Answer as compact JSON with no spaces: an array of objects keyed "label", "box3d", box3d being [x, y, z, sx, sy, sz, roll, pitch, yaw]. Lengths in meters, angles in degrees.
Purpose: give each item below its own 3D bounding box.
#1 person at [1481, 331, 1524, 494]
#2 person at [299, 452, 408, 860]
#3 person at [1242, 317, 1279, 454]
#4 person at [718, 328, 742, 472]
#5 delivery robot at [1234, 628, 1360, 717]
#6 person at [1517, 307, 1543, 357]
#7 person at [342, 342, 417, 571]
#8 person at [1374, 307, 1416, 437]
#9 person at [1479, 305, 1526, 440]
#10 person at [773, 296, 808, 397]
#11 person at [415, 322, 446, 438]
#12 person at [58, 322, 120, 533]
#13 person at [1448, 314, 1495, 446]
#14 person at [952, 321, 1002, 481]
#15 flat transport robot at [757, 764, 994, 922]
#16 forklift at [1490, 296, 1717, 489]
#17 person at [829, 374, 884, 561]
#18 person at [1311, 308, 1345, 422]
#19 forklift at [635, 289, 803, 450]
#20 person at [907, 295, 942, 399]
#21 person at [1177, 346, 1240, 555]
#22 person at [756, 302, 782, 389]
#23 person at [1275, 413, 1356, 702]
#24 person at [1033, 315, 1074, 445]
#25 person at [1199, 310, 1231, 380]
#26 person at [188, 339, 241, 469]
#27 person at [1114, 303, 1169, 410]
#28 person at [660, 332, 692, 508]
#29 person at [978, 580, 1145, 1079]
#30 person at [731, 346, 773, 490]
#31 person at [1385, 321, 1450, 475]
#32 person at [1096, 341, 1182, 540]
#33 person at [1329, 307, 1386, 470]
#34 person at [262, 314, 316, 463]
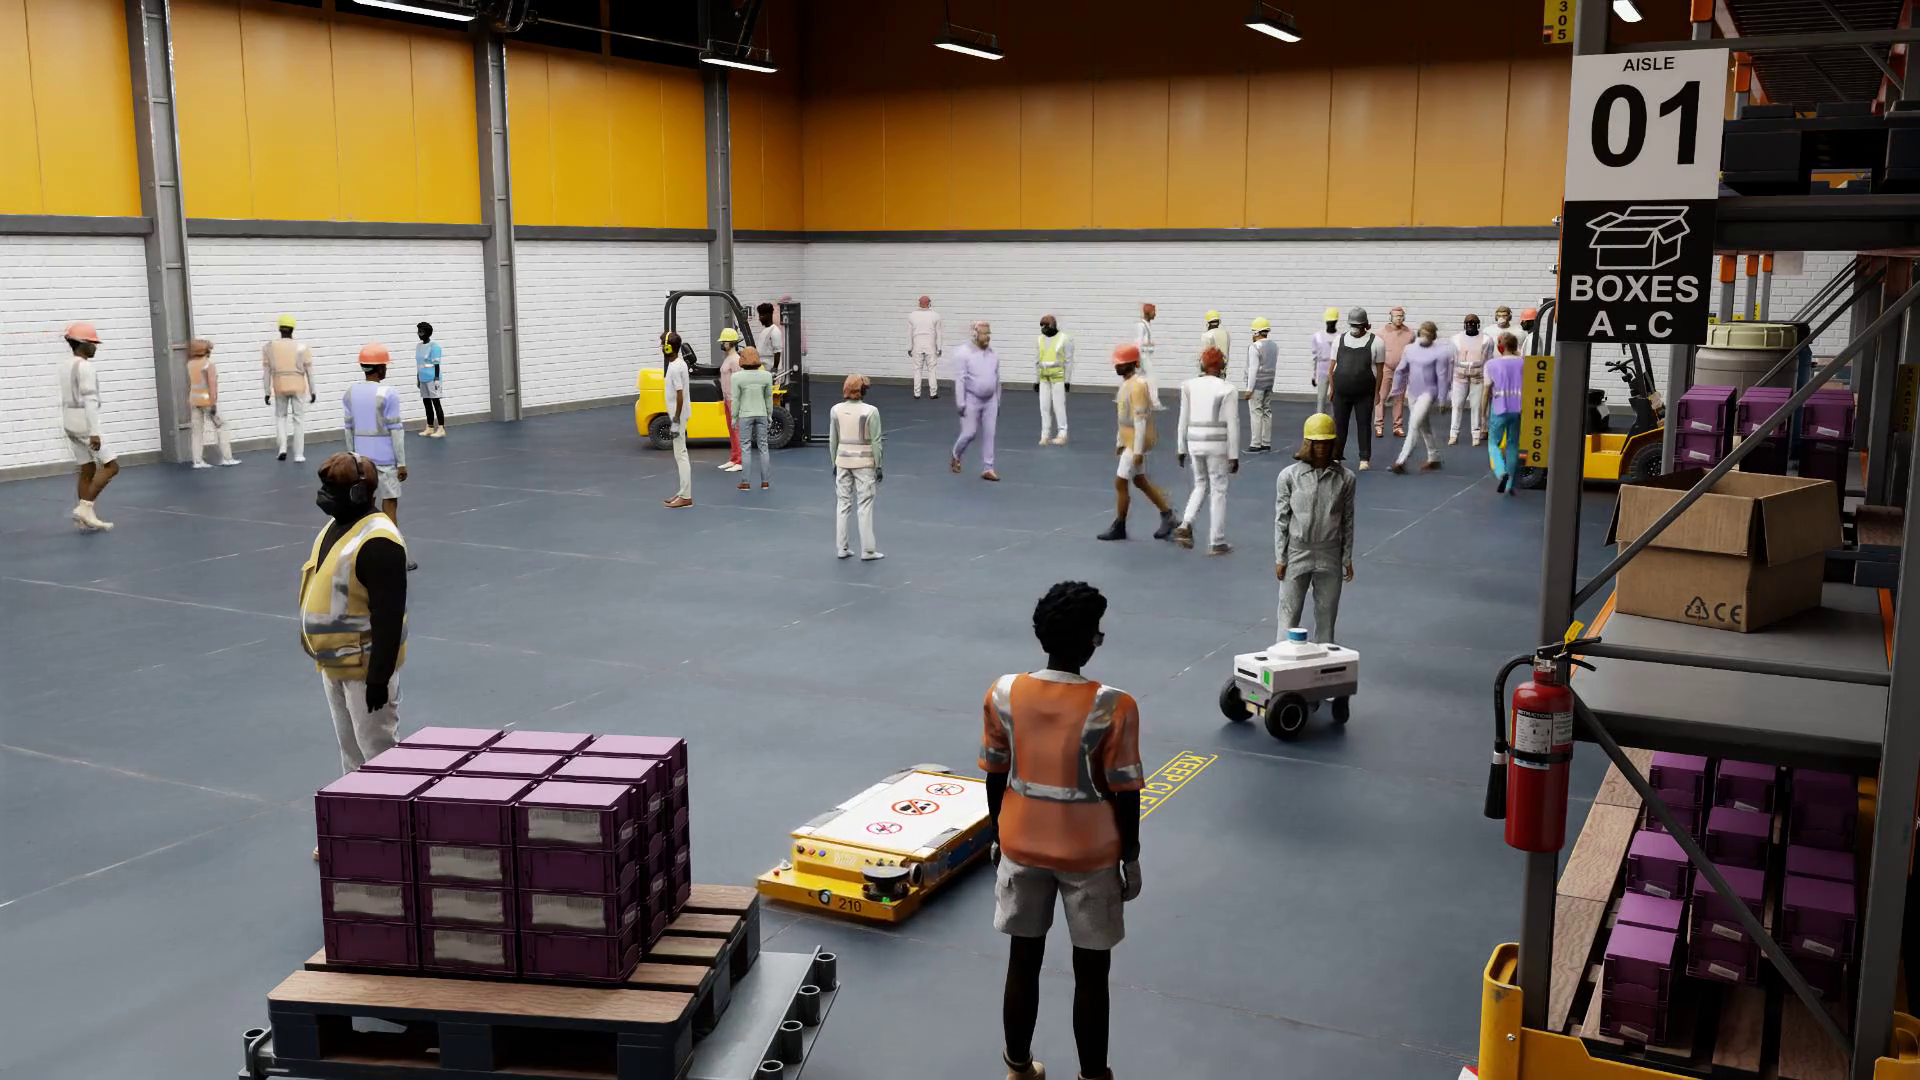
[{"label":"person","box3d":[6.067,-1.387,18.394,0.598,1.823,0.521,0,10,-1]},{"label":"person","box3d":[-2.613,0.536,7.197,0.429,1.847,0.627,-8,13,-40]},{"label":"person","box3d":[4.011,-2.070,22.313,0.404,1.830,0.603,9,13,42]},{"label":"person","box3d":[-2.825,-1.727,20.524,0.310,1.769,0.525,-4,11,-21]},{"label":"delivery robot","box3d":[1.917,0.745,9.444,0.707,0.478,0.477,-5,11,-27]},{"label":"person","box3d":[7.875,-2.250,23.065,0.377,1.932,0.552,3,10,19]},{"label":"person","box3d":[-4.892,-0.686,13.997,0.543,1.939,0.370,4,10,20]},{"label":"person","box3d":[6.343,-2.447,24.281,0.641,1.910,0.401,-1,10,-5]},{"label":"person","box3d":[7.756,-2.387,23.845,0.629,1.940,0.379,4,11,24]},{"label":"person","box3d":[-3.162,-3.623,31.185,0.679,1.866,0.909,4,10,20]},{"label":"person","box3d":[-7.750,-2.337,24.274,0.535,1.691,0.319,8,13,38]},{"label":"person","box3d":[-8.366,-1.069,15.970,0.636,2.019,0.447,8,13,39]},{"label":"person","box3d":[7.117,-2.234,23.242,0.633,1.841,0.429,3,10,19]},{"label":"person","box3d":[0.207,-1.656,19.740,0.657,1.890,0.663,-6,11,-31]},{"label":"flat transport robot","box3d":[-0.228,1.296,7.344,0.652,0.197,1.431,5,11,26]},{"label":"forklift","box3d":[7.296,-1.677,18.993,2.313,2.155,1.214,5,11,27]},{"label":"person","box3d":[-0.907,-0.634,14.567,0.523,1.636,0.310,5,11,29]},{"label":"person","box3d":[5.385,-2.411,24.160,0.592,1.883,0.958,2,10,11]},{"label":"forklift","box3d":[-3.358,-2.392,23.136,2.313,2.155,1.214,-1,10,-5]},{"label":"person","box3d":[-0.645,-3.549,30.667,0.651,1.906,0.403,1,10,6]},{"label":"person","box3d":[2.180,-0.788,14.795,0.635,1.865,0.493,8,13,40]},{"label":"person","box3d":[-2.821,-2.523,24.573,0.368,1.960,0.602,-5,11,-25]},{"label":"person","box3d":[2.118,0.113,9.934,0.484,1.745,0.298,0,10,-2]},{"label":"person","box3d":[1.303,-2.240,23.395,0.662,1.819,0.470,8,13,40]},{"label":"person","box3d":[3.834,-2.574,25.249,0.592,1.828,0.404,-8,12,-38]},{"label":"person","box3d":[-9.379,-1.703,20.846,0.507,1.612,0.675,5,11,28]},{"label":"person","box3d":[3.108,-3.152,28.580,0.955,1.847,0.579,3,10,16]},{"label":"person","box3d":[-3.007,-1.267,17.586,0.335,1.864,0.521,-1,10,-5]},{"label":"person","box3d":[0.321,0.964,5.156,0.540,1.690,0.317,5,11,27]},{"label":"person","box3d":[-2.363,-1.381,18.895,0.500,1.636,0.281,-5,11,-25]},{"label":"person","box3d":[5.625,-1.733,20.286,1.033,1.869,0.660,-6,11,-30]},{"label":"person","box3d":[1.717,-0.915,15.489,0.788,1.885,0.660,-2,10,-9]},{"label":"person","box3d":[4.892,-1.881,20.622,0.675,2.000,0.536,4,11,24]},{"label":"person","box3d":[-8.605,-1.937,21.354,0.609,1.901,0.438,-2,10,-14]}]
